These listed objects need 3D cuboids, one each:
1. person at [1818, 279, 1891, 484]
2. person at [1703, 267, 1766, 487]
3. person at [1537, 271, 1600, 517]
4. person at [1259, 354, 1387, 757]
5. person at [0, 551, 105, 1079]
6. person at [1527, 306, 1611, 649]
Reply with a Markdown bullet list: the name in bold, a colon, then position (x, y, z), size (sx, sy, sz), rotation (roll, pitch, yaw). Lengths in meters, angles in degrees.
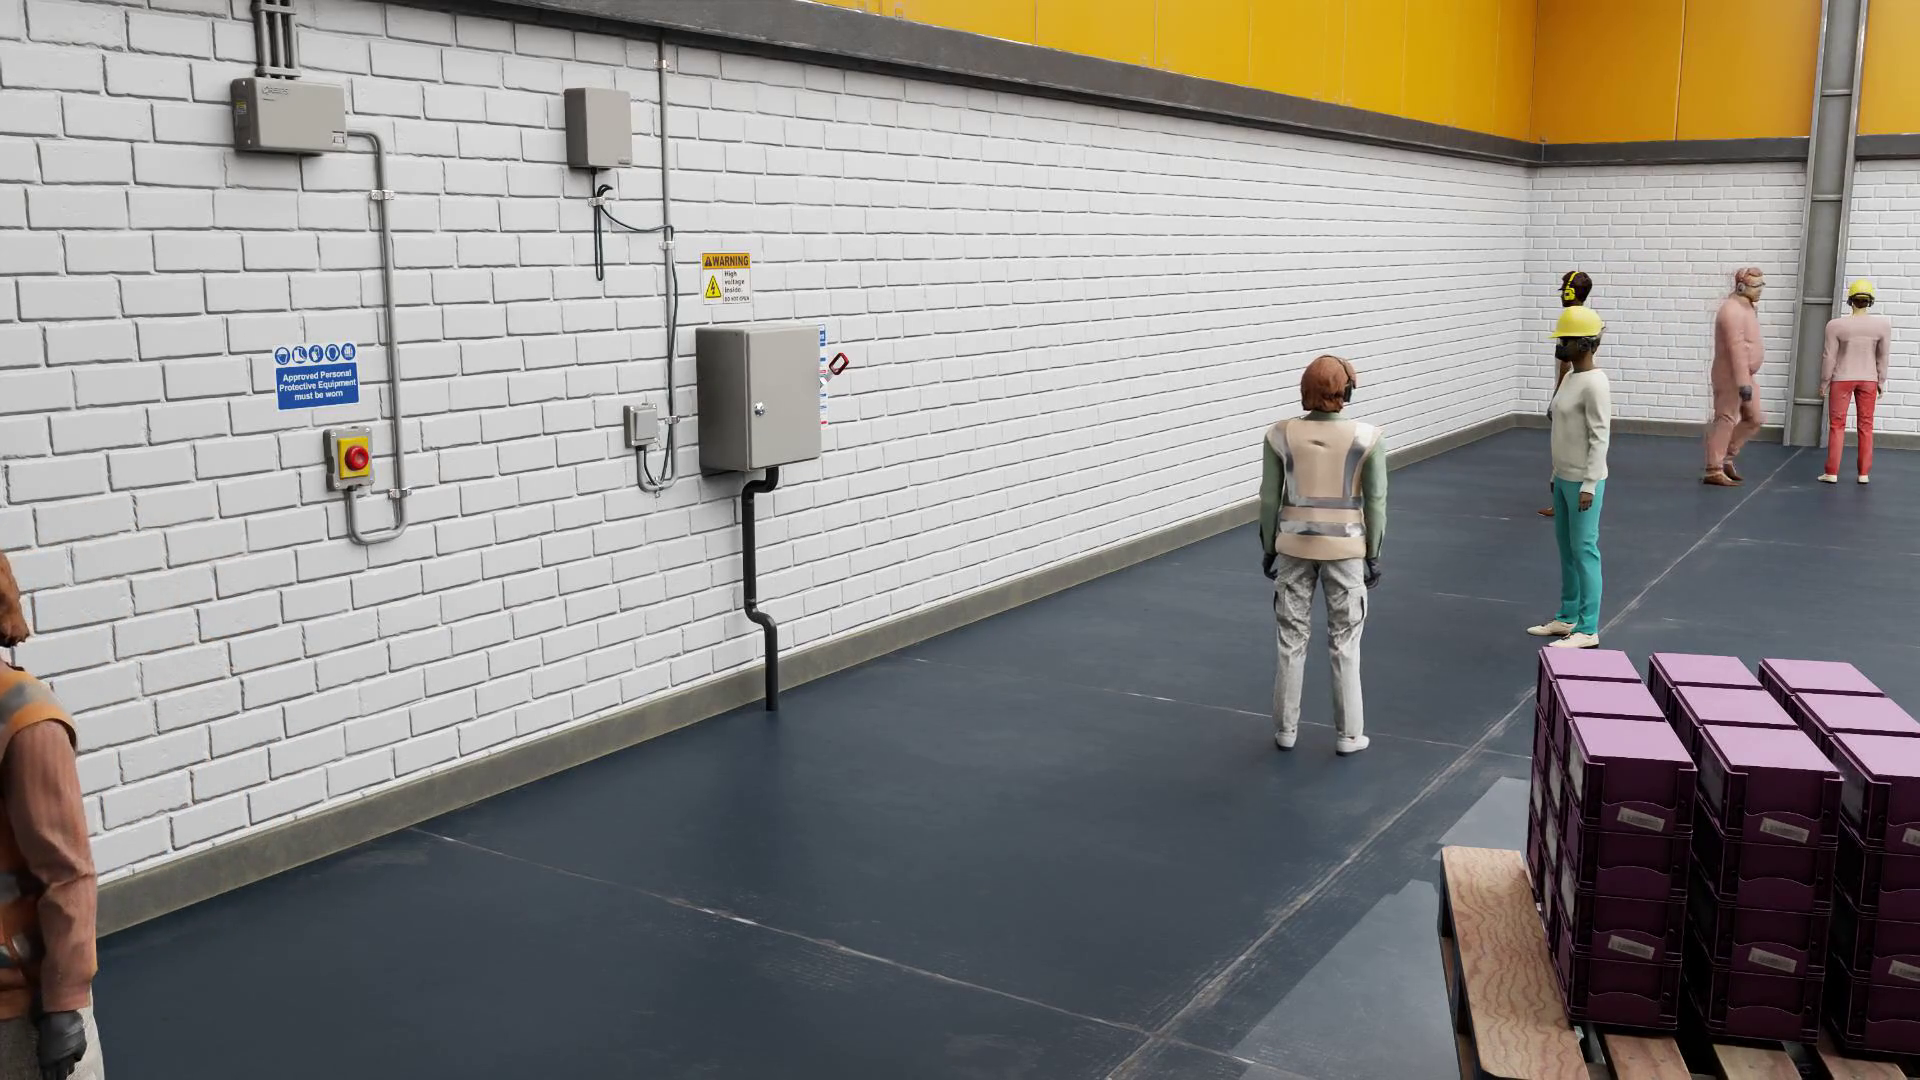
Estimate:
- **person**: position (7.702, -1.356, 14.346), size (0.530, 1.768, 0.312), rotation (2, 10, 12)
- **person**: position (6.619, -1.376, 14.161), size (0.478, 1.879, 0.653), rotation (8, 13, 37)
- **person**: position (4.640, -1.098, 12.627), size (0.512, 1.872, 0.330), rotation (-9, 13, -40)
- **person**: position (1.473, 0.068, 6.801), size (0.514, 1.641, 0.315), rotation (4, 11, 22)
- **person**: position (-1.675, 0.775, 2.892), size (0.523, 1.636, 0.310), rotation (7, 12, 32)
- **person**: position (3.155, -0.316, 8.581), size (0.325, 1.767, 0.533), rotation (0, 10, 2)
